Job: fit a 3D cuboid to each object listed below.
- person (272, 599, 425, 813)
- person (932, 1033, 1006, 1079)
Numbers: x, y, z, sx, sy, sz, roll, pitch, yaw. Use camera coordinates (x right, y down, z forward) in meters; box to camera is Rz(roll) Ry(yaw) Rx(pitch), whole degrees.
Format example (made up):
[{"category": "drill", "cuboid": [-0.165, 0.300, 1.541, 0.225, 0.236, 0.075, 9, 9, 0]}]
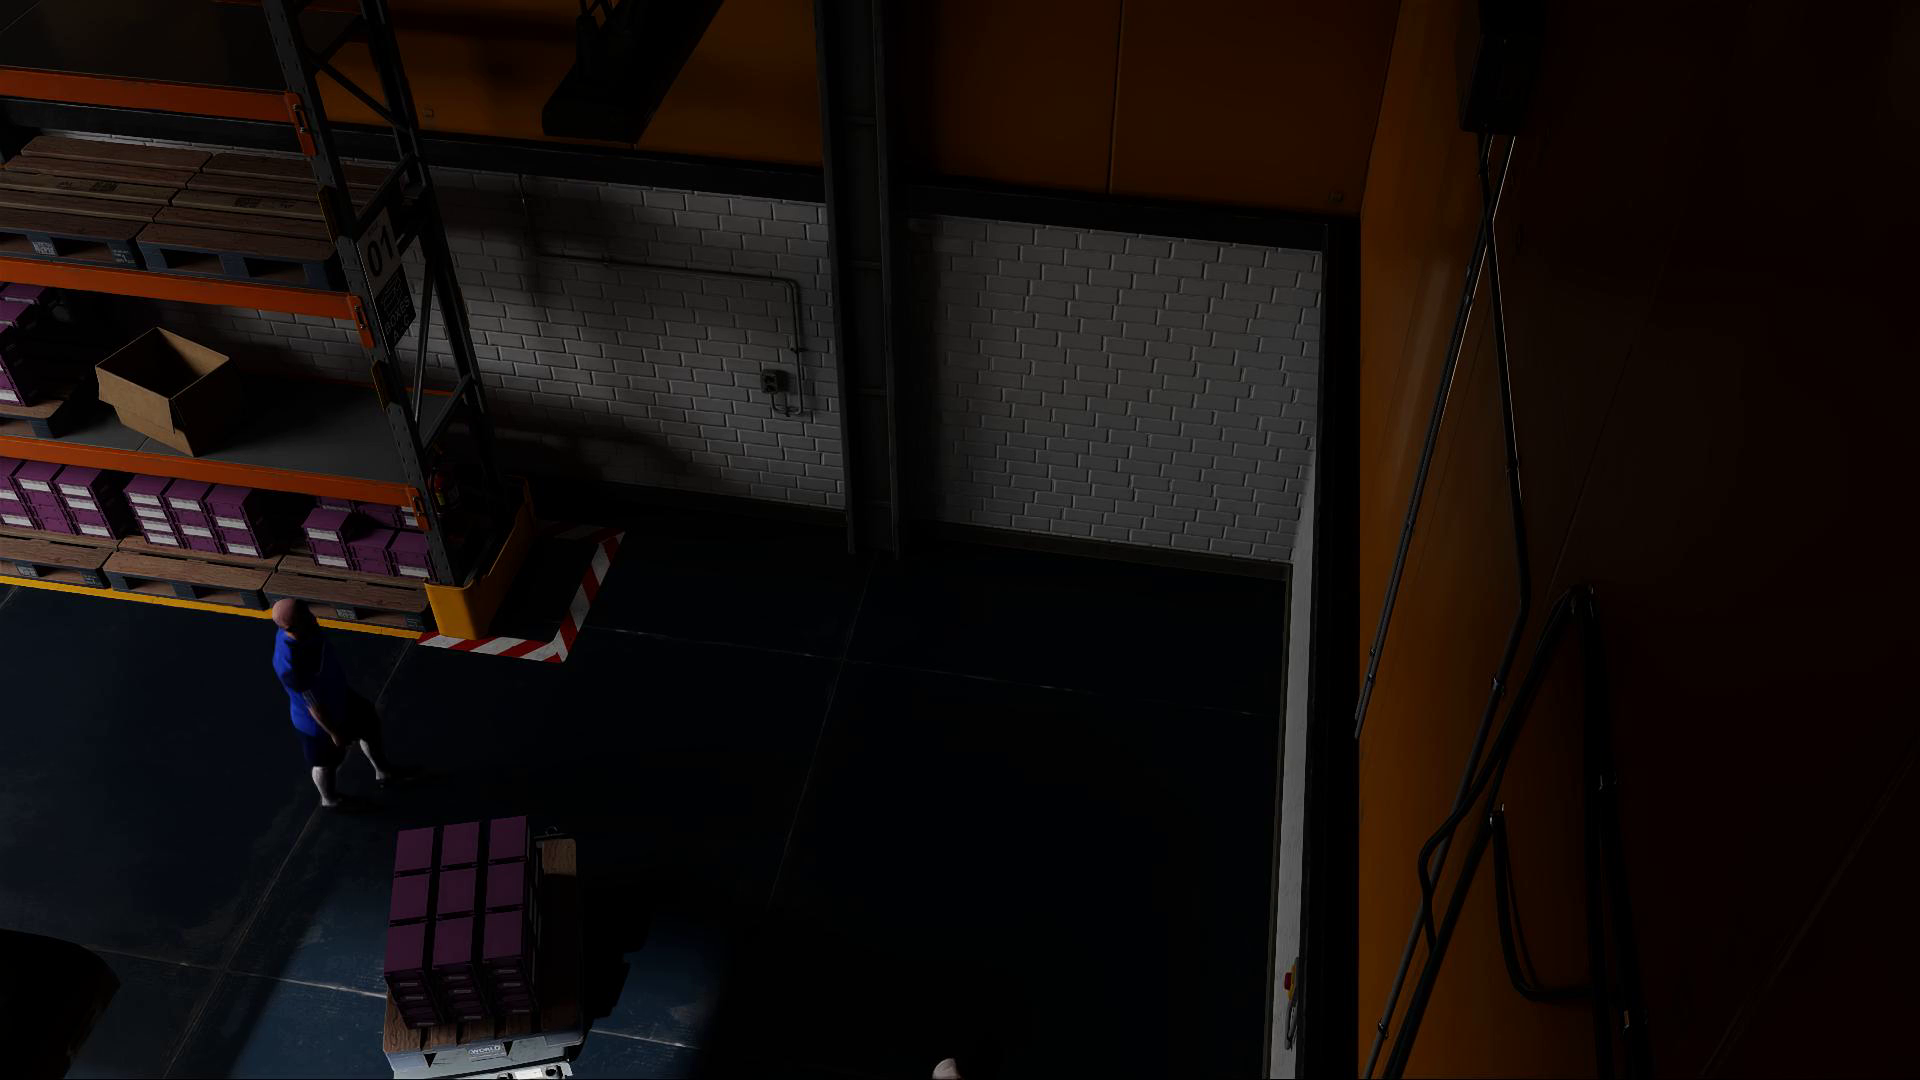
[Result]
[{"category": "person", "cuboid": [-3.868, 1.016, 9.897, 0.963, 1.819, 0.854, -7, 44, -7]}, {"category": "person", "cuboid": [0.066, 2.898, 7.993, 0.652, 1.720, 0.765, 32, 52, 29]}]
